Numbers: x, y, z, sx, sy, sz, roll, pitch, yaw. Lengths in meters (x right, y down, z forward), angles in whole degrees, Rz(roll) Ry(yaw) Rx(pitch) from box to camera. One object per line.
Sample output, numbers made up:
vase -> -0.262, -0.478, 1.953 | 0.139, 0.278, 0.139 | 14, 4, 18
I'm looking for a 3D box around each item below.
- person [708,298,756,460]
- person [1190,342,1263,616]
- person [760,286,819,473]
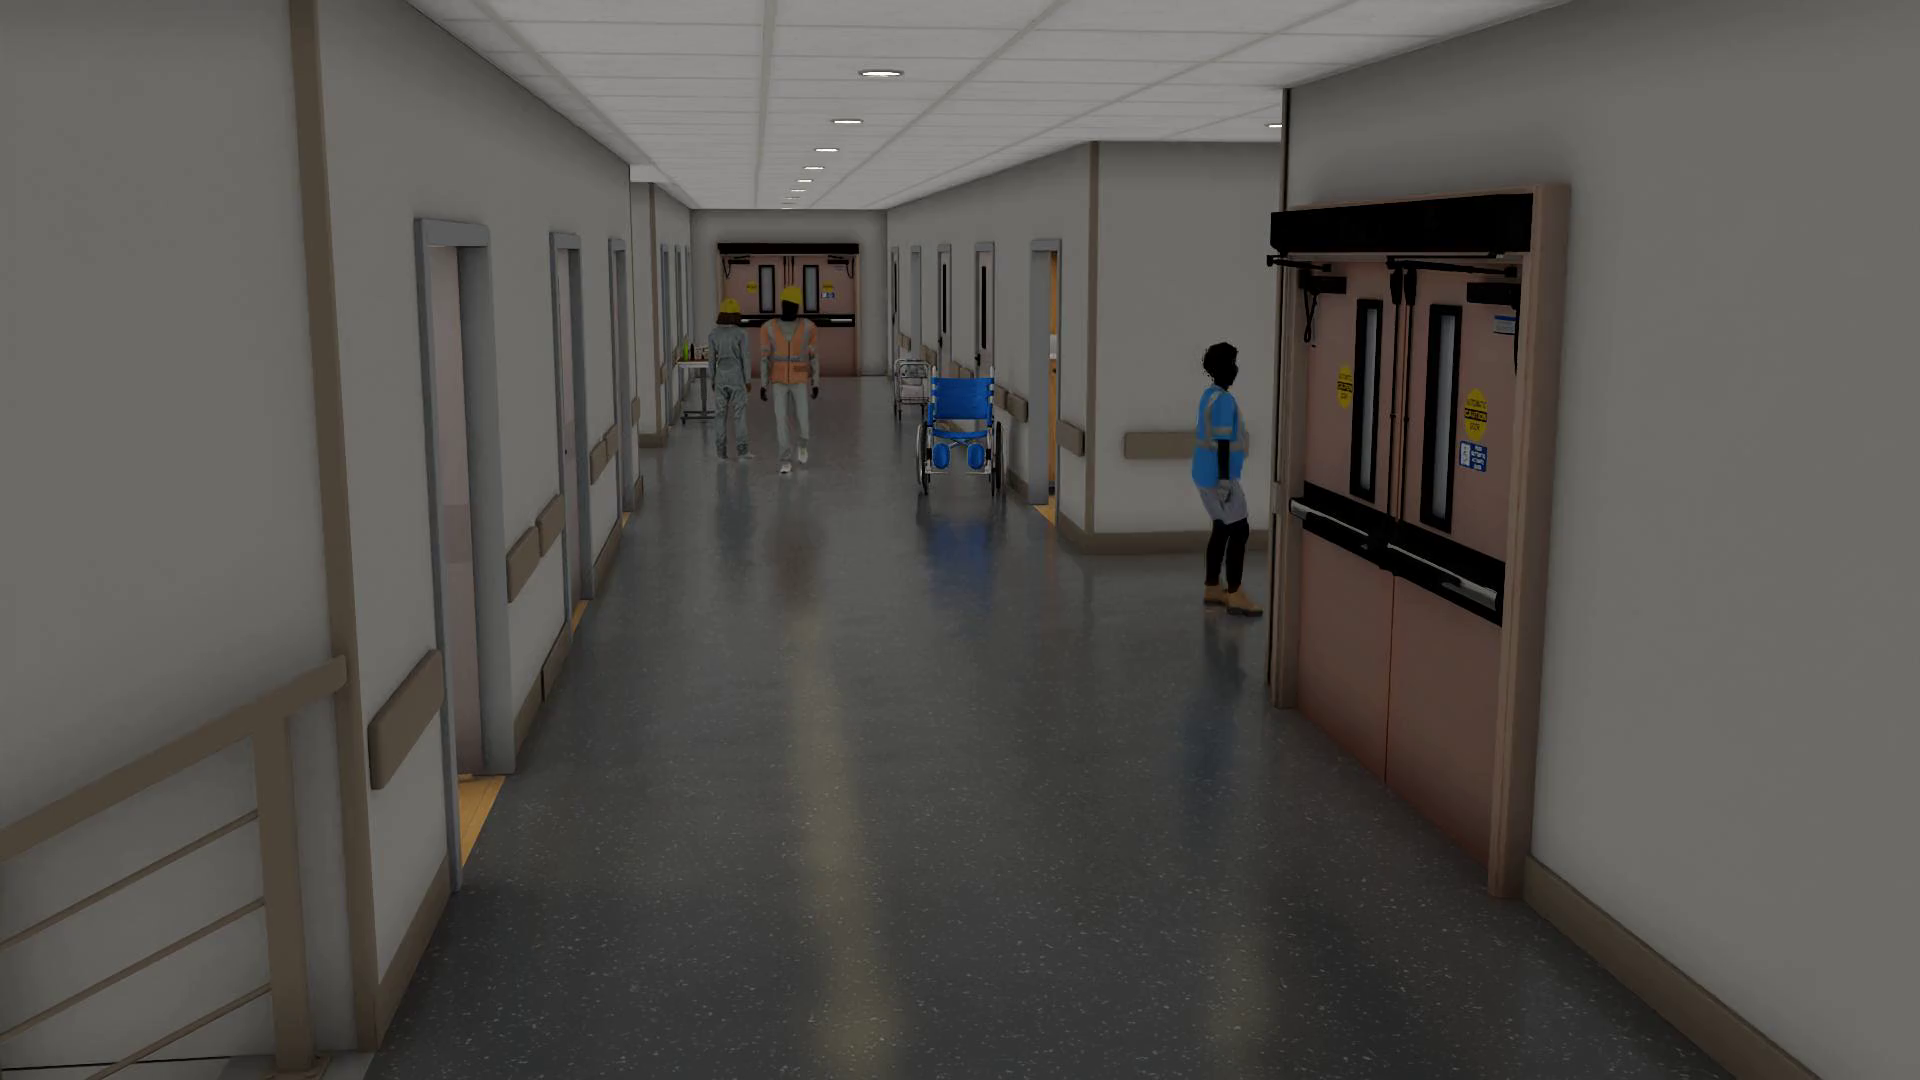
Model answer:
person -> -2.473, -1.732, 17.979 | 0.486, 1.744, 0.311 | 3, 10, 18
person -> 1.654, -0.378, 10.300 | 0.417, 1.671, 0.643 | 0, 10, -1
person -> -1.750, -1.647, 17.028 | 0.608, 1.902, 0.582 | -1, 10, -4
